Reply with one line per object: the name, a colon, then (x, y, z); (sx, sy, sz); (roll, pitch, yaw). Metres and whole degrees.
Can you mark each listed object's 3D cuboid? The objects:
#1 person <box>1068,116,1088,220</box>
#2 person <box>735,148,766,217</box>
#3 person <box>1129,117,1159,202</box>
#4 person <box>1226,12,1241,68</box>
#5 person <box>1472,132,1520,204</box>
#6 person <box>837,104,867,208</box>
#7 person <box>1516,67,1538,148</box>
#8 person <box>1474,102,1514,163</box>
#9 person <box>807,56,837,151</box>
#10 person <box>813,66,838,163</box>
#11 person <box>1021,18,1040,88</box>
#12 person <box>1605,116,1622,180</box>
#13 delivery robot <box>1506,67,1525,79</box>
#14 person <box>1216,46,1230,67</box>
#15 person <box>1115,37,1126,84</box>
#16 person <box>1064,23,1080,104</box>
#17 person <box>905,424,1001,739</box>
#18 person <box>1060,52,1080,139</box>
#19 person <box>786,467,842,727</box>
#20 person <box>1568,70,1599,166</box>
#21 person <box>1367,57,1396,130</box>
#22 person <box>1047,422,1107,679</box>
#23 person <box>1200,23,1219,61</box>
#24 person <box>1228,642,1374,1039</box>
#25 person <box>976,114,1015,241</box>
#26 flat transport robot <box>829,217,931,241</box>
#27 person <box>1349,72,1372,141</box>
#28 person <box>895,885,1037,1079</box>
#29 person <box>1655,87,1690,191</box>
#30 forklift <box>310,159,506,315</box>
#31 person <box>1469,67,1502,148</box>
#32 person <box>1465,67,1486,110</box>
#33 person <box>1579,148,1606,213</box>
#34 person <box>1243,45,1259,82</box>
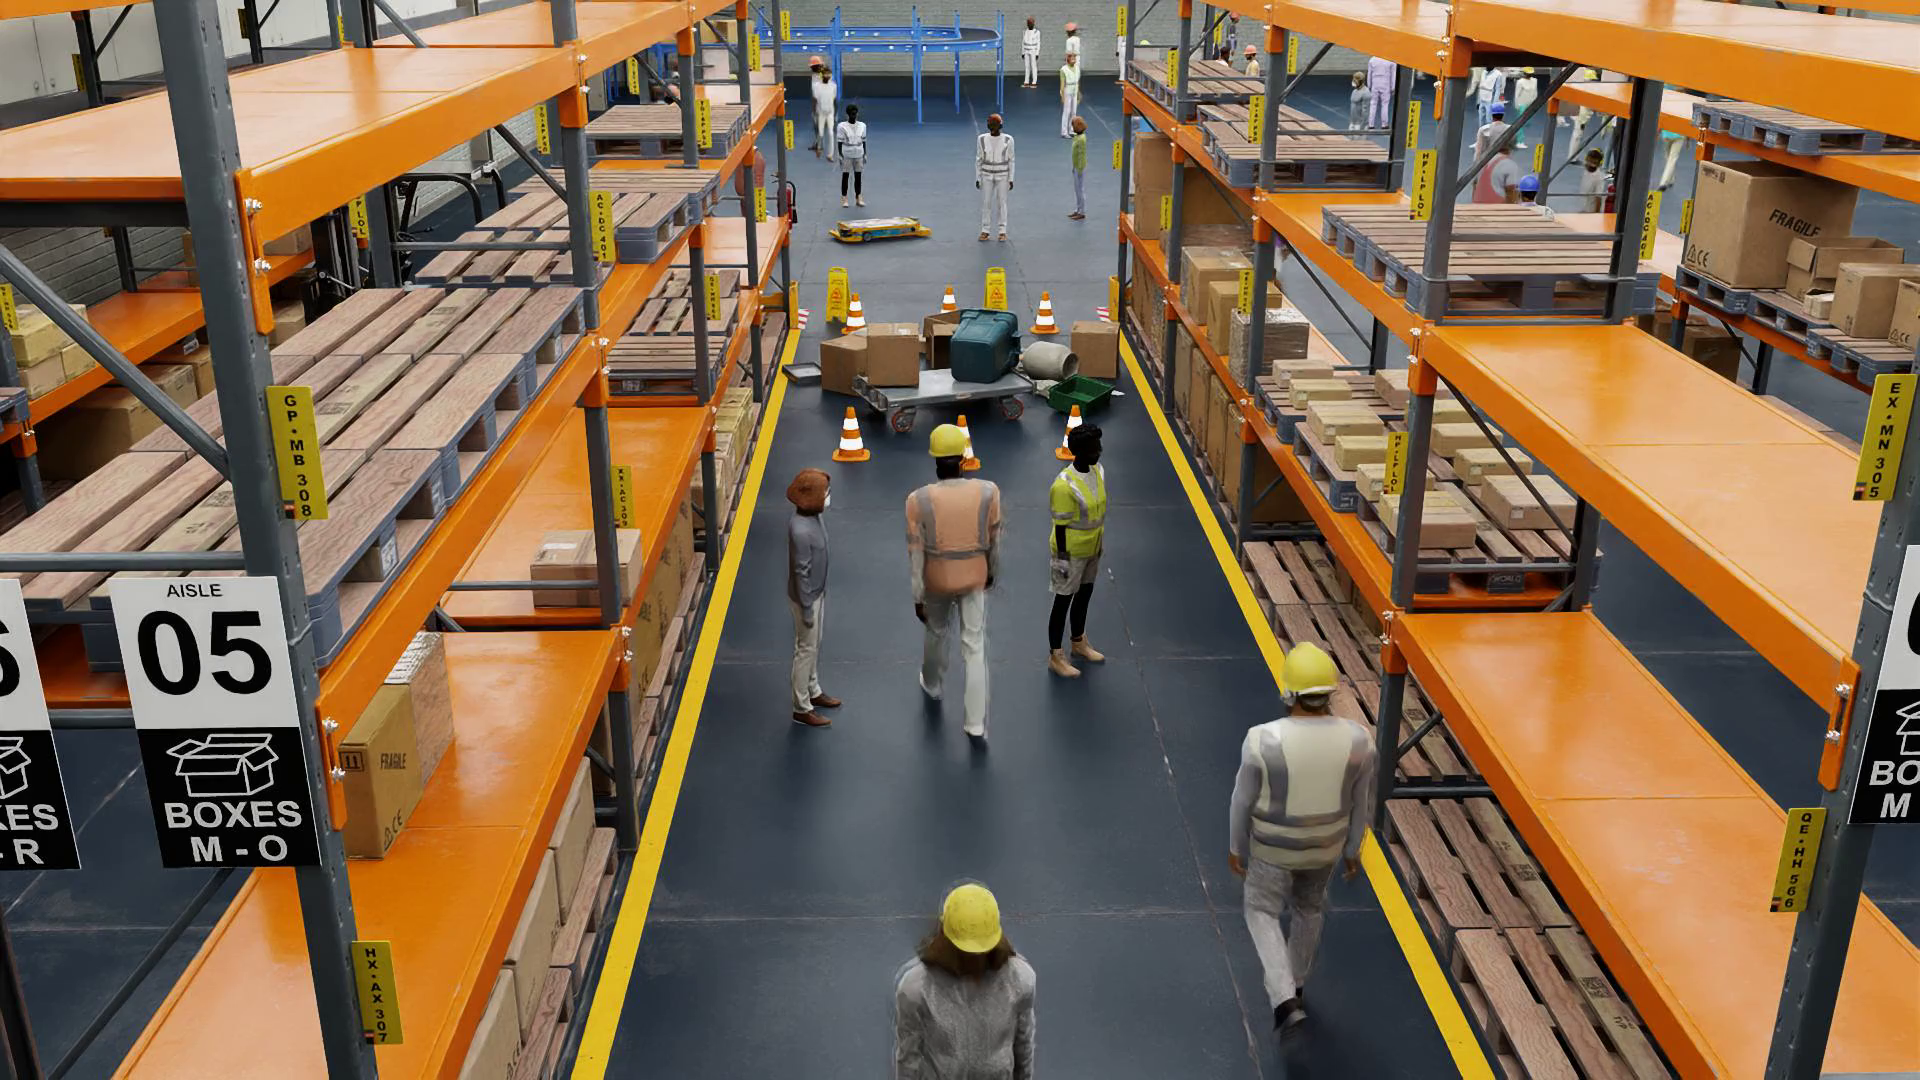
person: (1.904, -5.971, 26.718); (0.279, 1.628, 0.505); (-2, 21, -5)
person: (-2.903, -4.687, 22.949); (0.404, 1.899, 0.632); (-10, 23, -25)
person: (3.091, -6.692, 28.339); (0.619, 1.836, 0.430); (-6, 22, -17)
person: (7.780, -14.058, 47.508); (0.392, 2.045, 0.608); (1, 21, 3)
person: (7.099, -4.468, 22.163); (0.618, 2.000, 0.767); (-13, 24, -30)
person: (-1.801, -6.425, 27.814); (0.533, 1.698, 0.318); (-9, 23, -24)
person: (11.830, -9.120, 34.894); (0.545, 1.732, 0.541); (-9, 23, -23)
person: (8.287, -5.814, 25.870); (0.604, 1.938, 0.427); (0, 21, 1)
person: (-2.814, -9.045, 34.444); (0.745, 1.909, 0.583); (-10, 23, -25)
person: (-2.676, -8.426, 32.895); (0.526, 1.851, 0.639); (-6, 22, -16)
person: (1.980, -13.694, 46.770); (0.576, 1.882, 0.354); (15, 25, 35)
person: (12.132, -7.591, 30.621); (0.407, 1.903, 0.588); (8, 22, 20)
delivery robot: (16.028, -13.569, 48.156); (0.477, 0.478, 0.707); (-9, 22, -22)
person: (5.758, -9.931, 36.797); (0.407, 1.907, 0.598); (-6, 22, -15)
person: (4.693, -14.116, 47.884); (0.355, 1.883, 0.574); (16, 26, 35)
person: (2.844, -12.193, 42.604); (0.512, 2.024, 0.615); (14, 25, 33)
person: (-0.036, 0.224, 10.006); (0.588, 1.878, 1.006); (-3, 21, -9)
person: (2.385, -9.693, 36.270); (0.407, 1.830, 0.576); (18, 27, 39)
person: (-0.897, 0.338, 10.042); (0.291, 1.625, 0.506); (2, 21, 5)
person: (12.131, -8.211, 32.387); (0.453, 1.813, 0.603); (3, 21, 7)
person: (9.578, -10.300, 37.765); (0.649, 1.906, 0.401); (12, 24, 29)
person: (0.759, 0.054, 10.702); (0.318, 1.692, 0.537); (14, 25, 33)
person: (6.554, -12.652, 43.794); (0.538, 2.000, 0.681); (-2, 21, -6)
person: (1.471, 1.314, 7.199); (0.605, 1.812, 0.643); (-3, 21, -8)
person: (0.521, -5.418, 24.891); (0.584, 1.882, 0.337); (4, 21, 11)
flat transport robot: (-1.218, -4.747, 25.361); (1.431, 0.197, 0.652); (-8, 22, -21)
person: (7.375, -7.687, 30.839); (0.384, 1.928, 0.634); (-4, 21, -11)
person: (0.008, 1.894, 5.811); (0.489, 1.713, 0.817); (-3, 21, -8)
person: (12.676, -7.136, 29.583); (0.583, 1.785, 0.961); (14, 25, 33)
forklift: (-5.622, -2.910, 17.832); (2.313, 2.155, 1.214); (-1, 21, -1)
person: (10.993, -9.115, 34.618); (0.392, 1.919, 0.589); (-8, 22, -20)
person: (12.815, -11.437, 41.202); (0.492, 1.606, 0.808); (-9, 23, -23)
person: (8.324, -4.248, 21.885); (0.560, 1.829, 0.609); (-2, 21, -4)
person: (6.425, -9.973, 36.881); (0.383, 1.929, 0.539); (1, 21, 3)
